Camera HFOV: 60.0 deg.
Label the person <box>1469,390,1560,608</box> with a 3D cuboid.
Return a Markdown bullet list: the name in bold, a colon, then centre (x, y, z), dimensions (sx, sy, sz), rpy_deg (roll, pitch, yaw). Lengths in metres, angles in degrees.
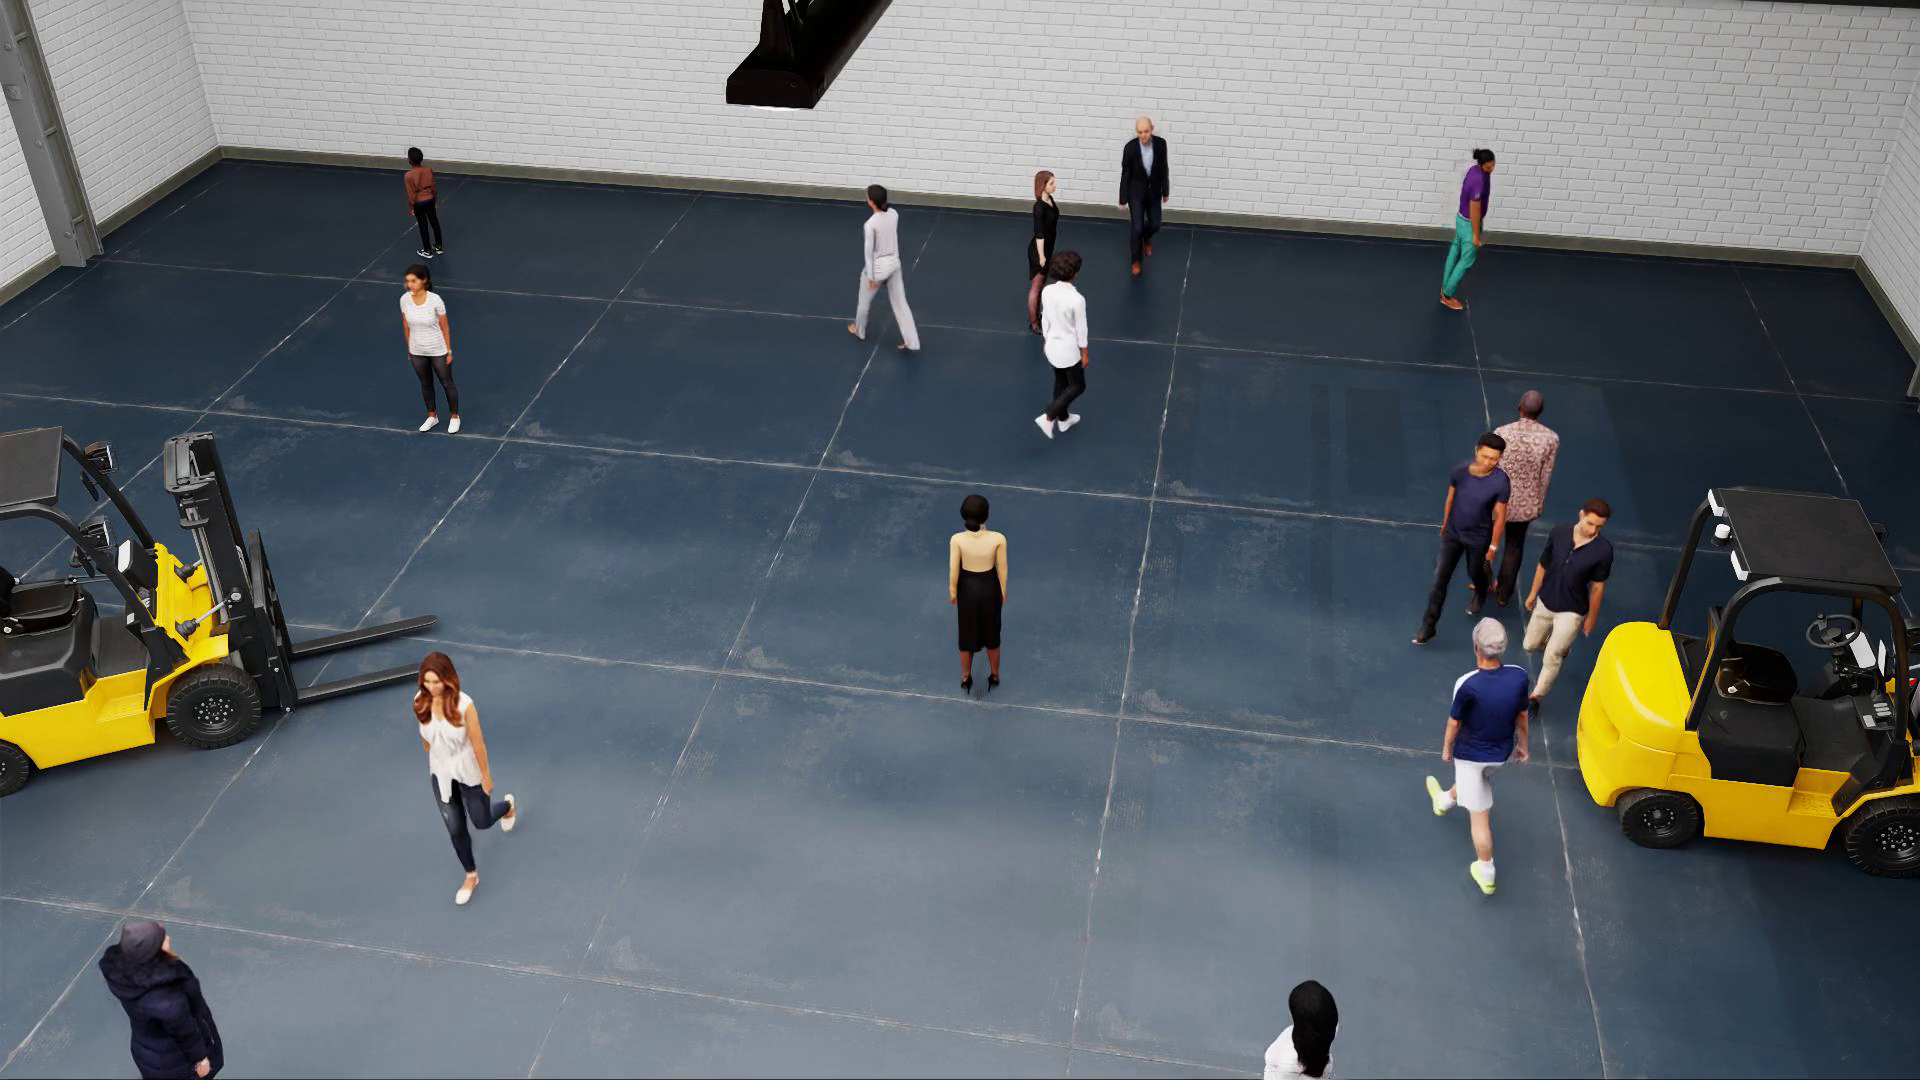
- **person**: centre (4.226, -0.251, 12.716), dimensions (0.731, 1.784, 0.668), rpy_deg (3, 34, 5)

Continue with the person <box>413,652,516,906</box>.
- **person**: centre (-3.057, 1.381, 10.276), dimensions (0.606, 1.765, 0.967), rpy_deg (8, 34, 11)

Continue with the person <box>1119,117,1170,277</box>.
- **person**: centre (1.991, -3.772, 18.027), dimensions (0.855, 1.768, 0.969), rpy_deg (-6, 34, -8)

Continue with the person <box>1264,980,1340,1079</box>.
- **person**: centre (1.724, 2.814, 8.199), dimensions (1.046, 1.679, 1.059), rpy_deg (29, 43, 36)

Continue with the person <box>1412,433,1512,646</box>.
- **person**: centre (3.863, -0.062, 12.465), dimensions (1.043, 1.746, 1.240), rpy_deg (26, 42, 33)

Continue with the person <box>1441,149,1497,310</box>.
- **person**: centre (5.265, -3.311, 17.365), dimensions (0.887, 1.733, 0.475), rpy_deg (-3, 34, -4)

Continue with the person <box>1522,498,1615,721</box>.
- **person**: centre (4.263, 0.435, 11.648), dimensions (1.042, 1.823, 0.945), rpy_deg (-26, 42, -34)

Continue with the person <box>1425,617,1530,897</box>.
- **person**: centre (3.265, 1.392, 10.273), dimensions (1.090, 1.750, 1.334), rpy_deg (-8, 34, -12)

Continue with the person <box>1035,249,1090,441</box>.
- **person**: centre (0.905, -1.711, 14.901), dimensions (0.921, 1.795, 1.033), rpy_deg (28, 43, 35)

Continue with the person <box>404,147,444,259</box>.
- **person**: centre (-5.965, -3.760, 18.472), dimensions (0.658, 1.255, 0.559), rpy_deg (26, 41, 33)

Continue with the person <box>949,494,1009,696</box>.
- **person**: centre (0.131, 0.397, 11.857), dimensions (0.611, 1.654, 0.595), rpy_deg (0, 34, -1)

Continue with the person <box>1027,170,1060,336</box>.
- **person**: centre (0.816, -2.916, 16.795), dimensions (0.667, 1.706, 0.466), rpy_deg (9, 35, 14)

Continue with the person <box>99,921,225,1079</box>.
- **person**: centre (-4.054, 2.582, 8.552), dimensions (0.773, 1.675, 0.795), rpy_deg (23, 40, 30)

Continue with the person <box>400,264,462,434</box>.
- **person**: centre (-4.803, -1.742, 15.083), dimensions (0.559, 1.646, 0.508), rpy_deg (5, 34, 7)

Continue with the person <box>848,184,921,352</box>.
- **person**: centre (-0.690, -2.637, 16.389), dimensions (1.184, 1.690, 1.153), rpy_deg (-28, 42, -35)
